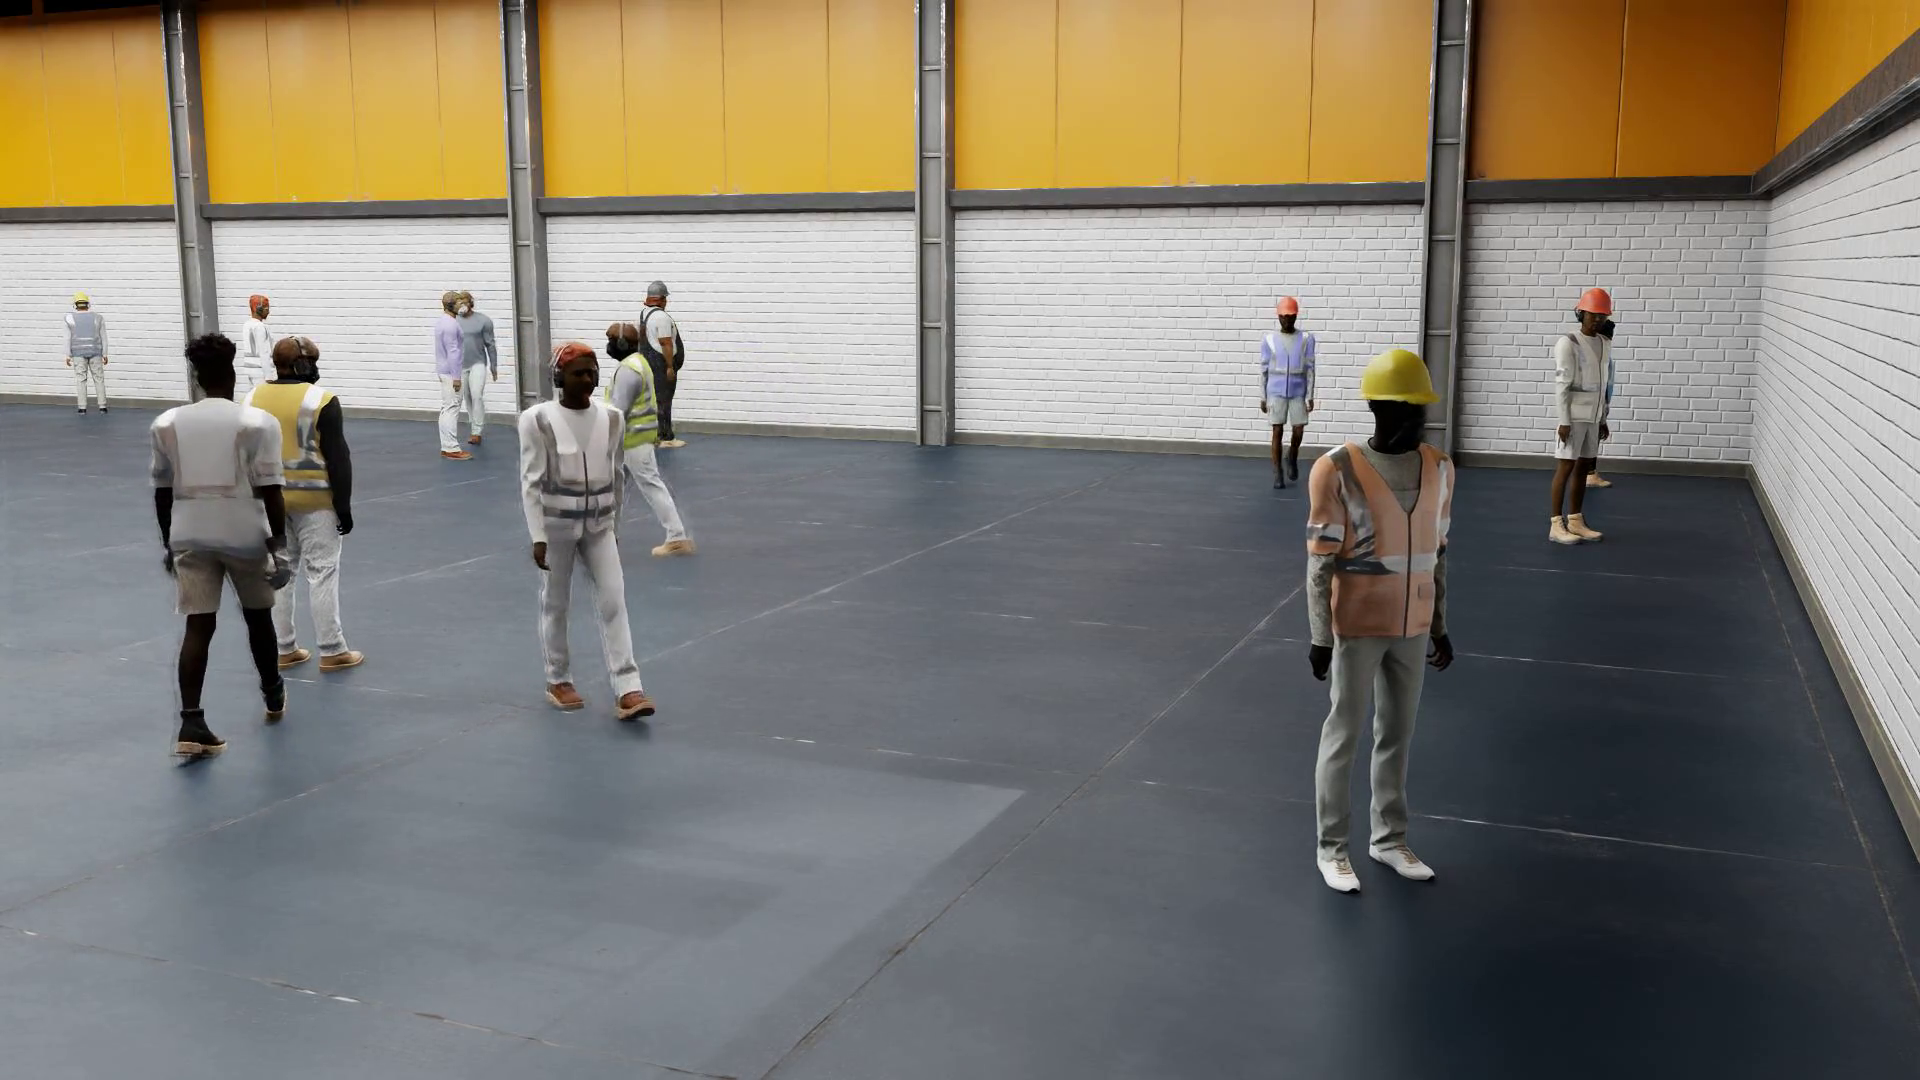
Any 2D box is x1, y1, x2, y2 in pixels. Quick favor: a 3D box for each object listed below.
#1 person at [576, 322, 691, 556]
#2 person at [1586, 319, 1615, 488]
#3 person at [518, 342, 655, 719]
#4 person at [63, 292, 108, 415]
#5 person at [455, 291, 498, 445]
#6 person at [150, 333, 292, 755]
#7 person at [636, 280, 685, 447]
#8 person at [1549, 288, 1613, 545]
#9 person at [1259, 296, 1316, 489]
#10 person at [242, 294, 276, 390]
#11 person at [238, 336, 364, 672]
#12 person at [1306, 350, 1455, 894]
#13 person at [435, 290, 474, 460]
[{"bbox_3d":[-2.518,-0.754,12.671,0.959,1.795,0.631,-1,9,-8],"label":"person"},{"bbox_3d":[6.401,-1.378,16.743,0.319,1.693,0.532,0,9,0],"label":"person"},{"bbox_3d":[-1.826,-0.026,8.096,0.584,1.841,0.934,-6,11,-33],"label":"person"},{"bbox_3d":[-13.048,-2.780,24.846,0.586,1.825,0.403,-6,11,-33],"label":"person"},{"bbox_3d":[-6.066,-2.101,20.478,0.637,1.897,0.934,0,9,2],"label":"person"},{"bbox_3d":[-3.418,0.003,7.731,0.655,1.903,1.033,-1,9,-7],"label":"person"},{"bbox_3d":[-3.648,-2.161,20.435,0.537,2.000,0.684,-7,12,-37],"label":"person"},{"bbox_3d":[5.007,-0.986,13.326,0.606,2.039,0.395,-6,11,-33],"label":"person"},{"bbox_3d":[3.262,-1.475,16.632,0.558,1.923,0.513,2,9,9],"label":"person"},{"bbox_3d":[-8.159,-1.917,19.423,0.355,1.887,0.573,-8,12,-40],"label":"person"},{"bbox_3d":[-3.601,-0.192,9.117,0.627,1.840,0.429,2,10,14],"label":"person"},{"bbox_3d":[1.511,0.289,5.929,0.595,1.925,0.373,-4,10,-22],"label":"person"},{"bbox_3d":[-5.822,-1.881,19.051,0.351,1.936,0.634,-4,10,-25],"label":"person"}]
